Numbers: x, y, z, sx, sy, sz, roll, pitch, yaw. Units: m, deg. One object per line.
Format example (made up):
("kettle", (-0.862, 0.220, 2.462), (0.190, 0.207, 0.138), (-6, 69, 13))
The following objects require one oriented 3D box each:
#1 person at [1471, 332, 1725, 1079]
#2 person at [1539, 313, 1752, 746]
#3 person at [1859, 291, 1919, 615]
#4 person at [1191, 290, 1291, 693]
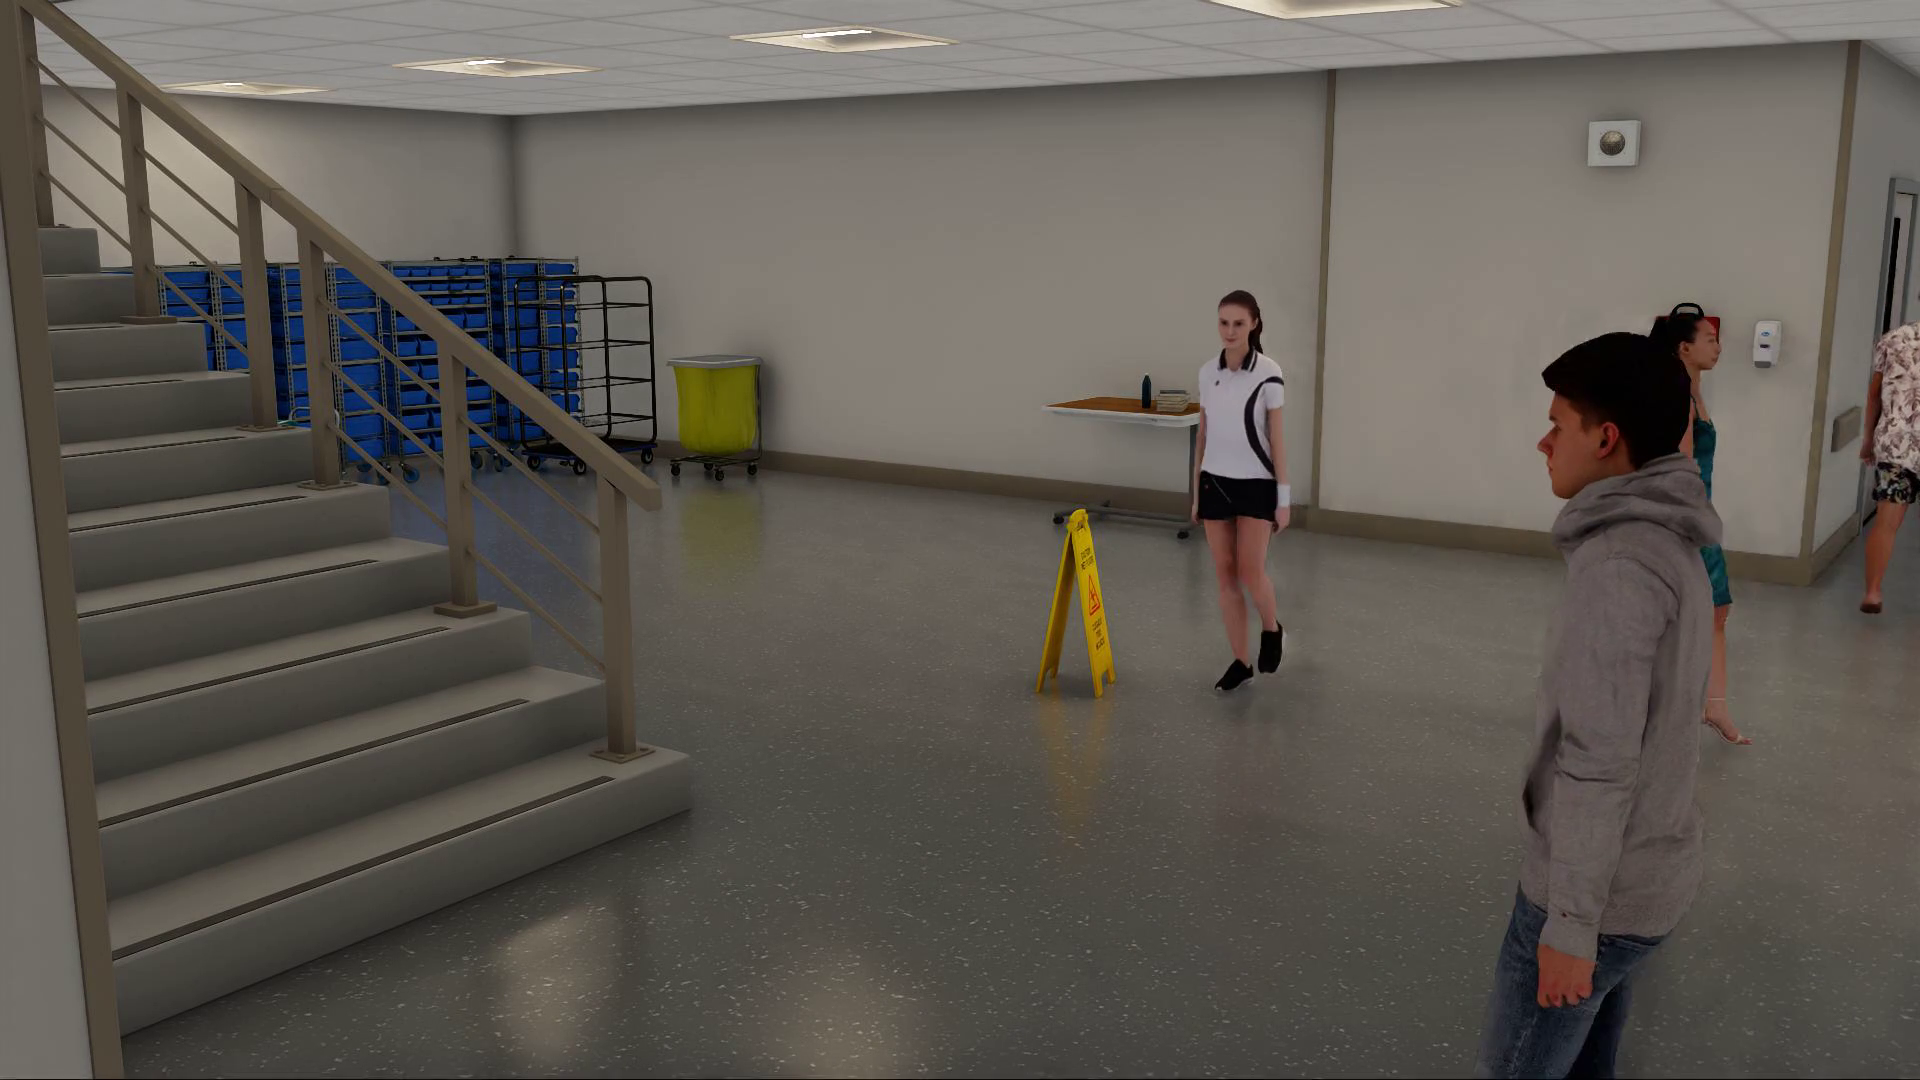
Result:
("person", (1.132, 0.591, 2.738), (0.814, 1.845, 0.764), (5, 12, 24))
("person", (2.699, -0.020, 6.468), (1.025, 1.654, 0.584), (7, 13, 32))
("person", (4.868, -0.469, 8.493), (1.103, 1.781, 0.826), (9, 14, 39))
("person", (1.256, -0.204, 7.225), (0.617, 1.733, 0.663), (8, 13, 36))
